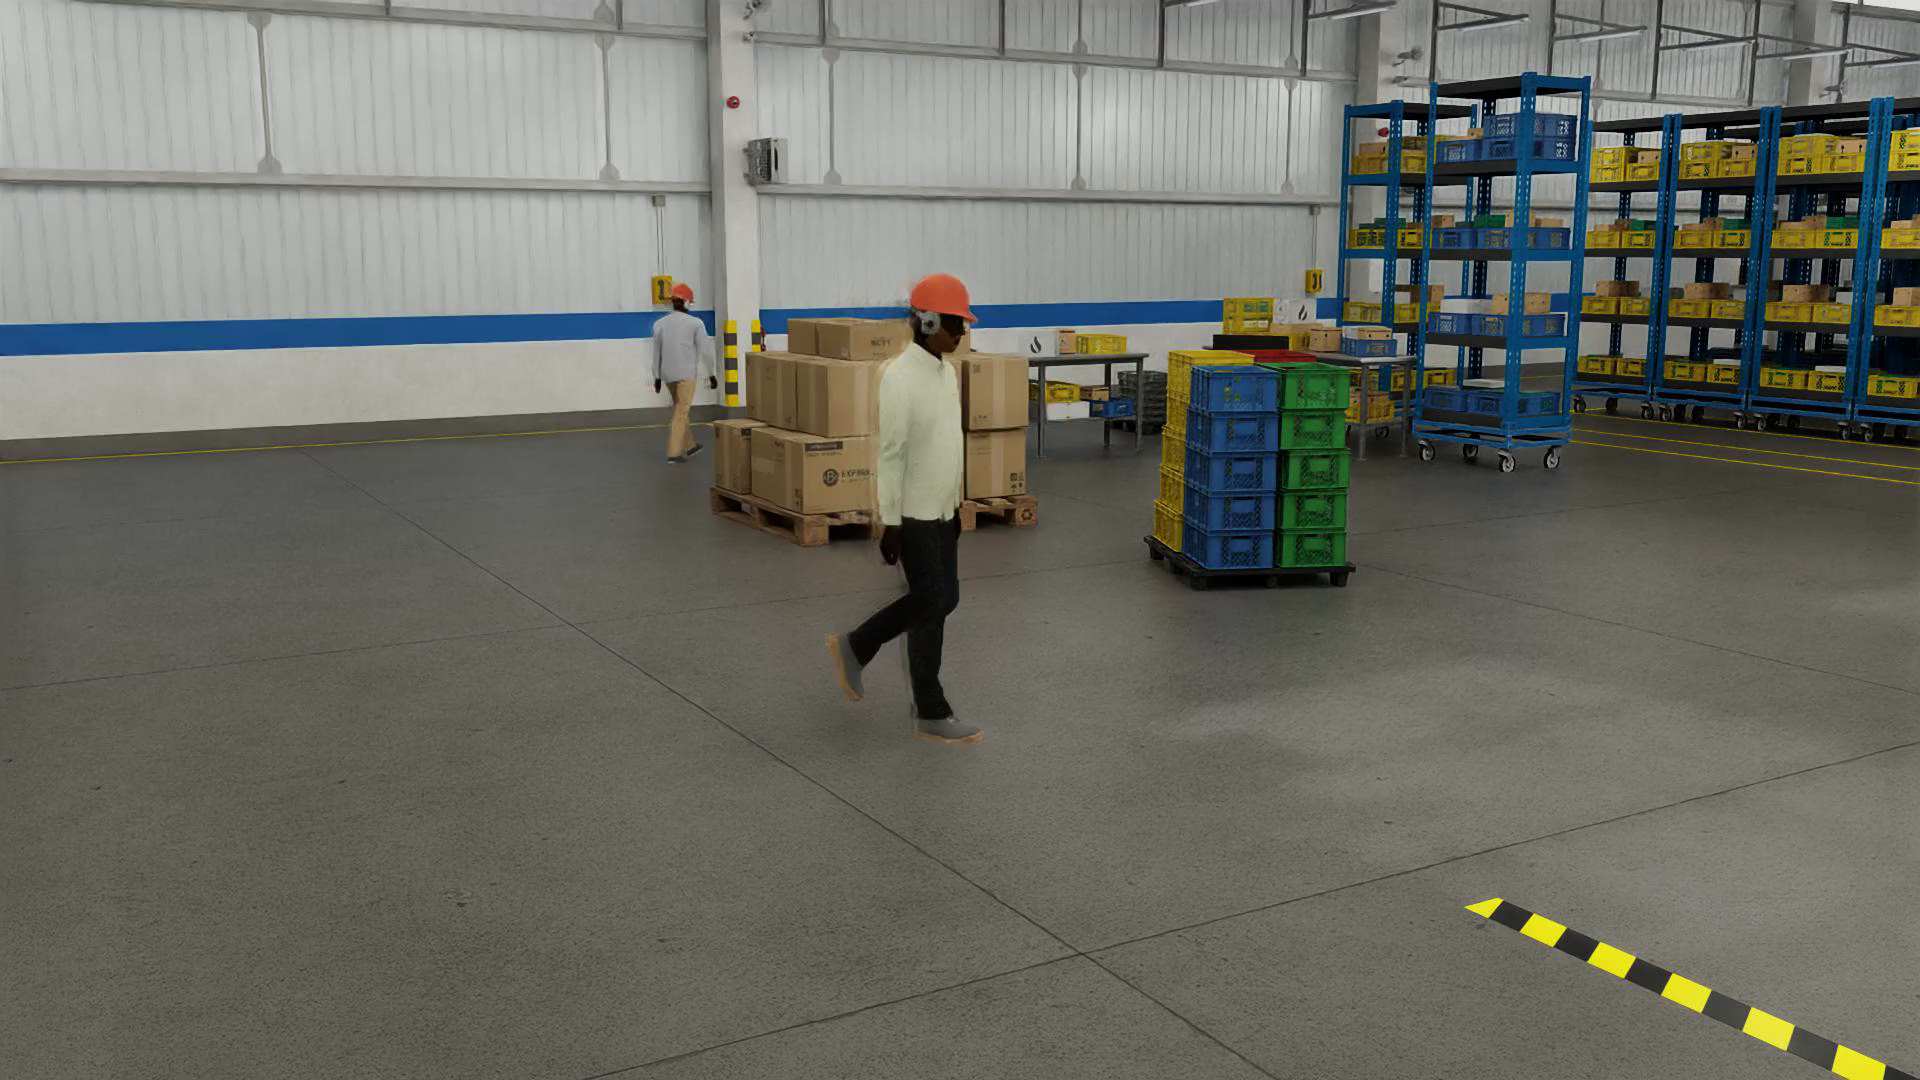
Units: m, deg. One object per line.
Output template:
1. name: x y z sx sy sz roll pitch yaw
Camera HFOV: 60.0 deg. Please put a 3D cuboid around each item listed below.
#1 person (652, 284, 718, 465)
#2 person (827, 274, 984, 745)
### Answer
1. person: -2.638 -1.605 16.076 0.588 1.708 0.859 5 11 27
2. person: -0.241 -0.139 7.059 0.731 1.964 0.658 4 11 21
